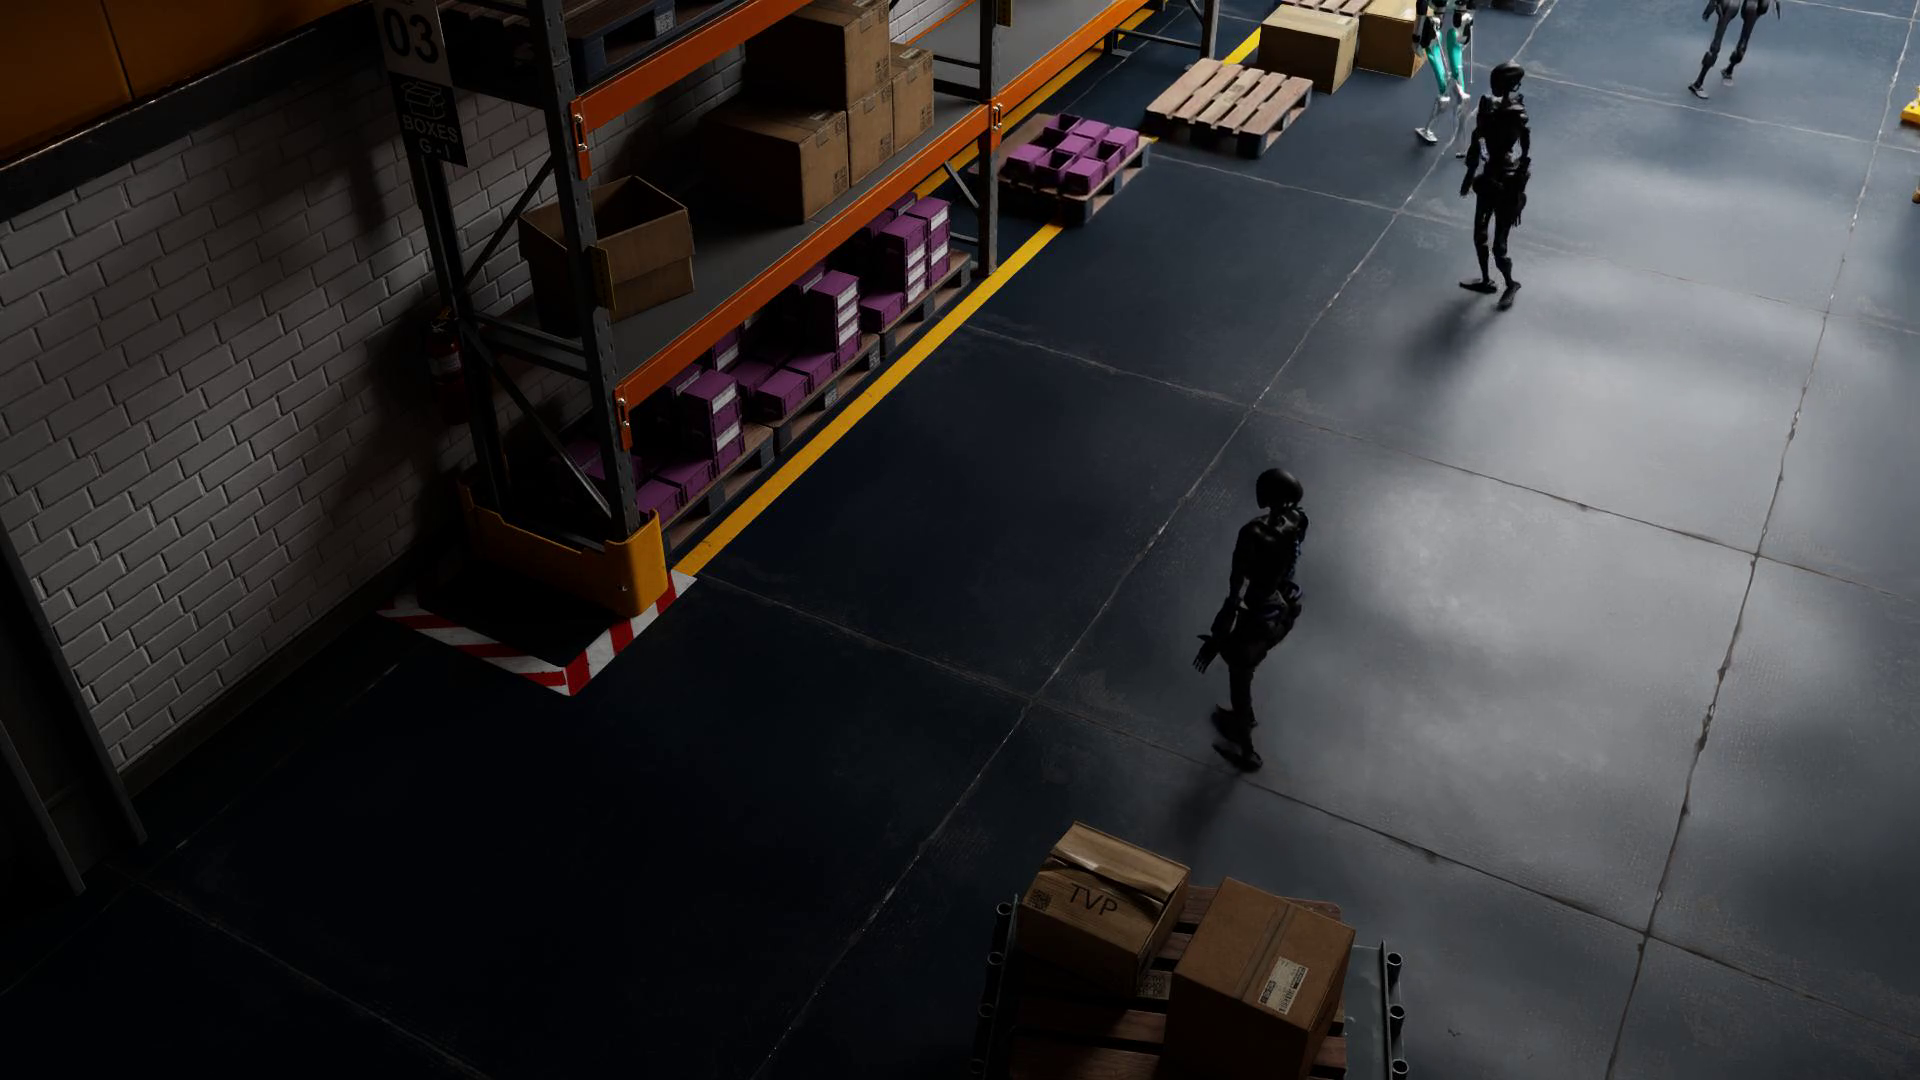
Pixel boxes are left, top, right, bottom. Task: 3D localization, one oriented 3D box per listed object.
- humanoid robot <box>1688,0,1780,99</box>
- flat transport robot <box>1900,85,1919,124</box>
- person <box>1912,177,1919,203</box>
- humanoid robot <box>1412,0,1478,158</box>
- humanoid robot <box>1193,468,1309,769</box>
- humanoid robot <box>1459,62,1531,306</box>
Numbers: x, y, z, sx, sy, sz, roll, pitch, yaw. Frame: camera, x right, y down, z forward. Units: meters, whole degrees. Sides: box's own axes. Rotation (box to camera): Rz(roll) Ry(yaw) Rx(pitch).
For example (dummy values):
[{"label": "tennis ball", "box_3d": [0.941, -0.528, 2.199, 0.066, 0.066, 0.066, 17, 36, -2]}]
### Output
[{"label": "humanoid robot", "box_3d": [6.502, -4.503, 13.757, 0.616, 1.638, 0.516, 1, 39, 1]}, {"label": "flat transport robot", "box_3d": [8.439, -3.736, 13.889, 0.659, 0.231, 1.431, 28, 46, 30]}, {"label": "person", "box_3d": [7.440, -3.281, 12.027, 0.566, 1.890, 0.383, 31, 48, 32]}, {"label": "humanoid robot", "box_3d": [3.840, -3.790, 12.869, 0.545, 1.883, 0.809, -11, 40, -14]}, {"label": "humanoid robot", "box_3d": [1.320, 0.357, 7.647, 0.412, 1.652, 0.588, 30, 48, 32]}, {"label": "humanoid robot", "box_3d": [3.614, -2.379, 11.061, 0.421, 1.637, 0.614, -14, 41, -16]}]
